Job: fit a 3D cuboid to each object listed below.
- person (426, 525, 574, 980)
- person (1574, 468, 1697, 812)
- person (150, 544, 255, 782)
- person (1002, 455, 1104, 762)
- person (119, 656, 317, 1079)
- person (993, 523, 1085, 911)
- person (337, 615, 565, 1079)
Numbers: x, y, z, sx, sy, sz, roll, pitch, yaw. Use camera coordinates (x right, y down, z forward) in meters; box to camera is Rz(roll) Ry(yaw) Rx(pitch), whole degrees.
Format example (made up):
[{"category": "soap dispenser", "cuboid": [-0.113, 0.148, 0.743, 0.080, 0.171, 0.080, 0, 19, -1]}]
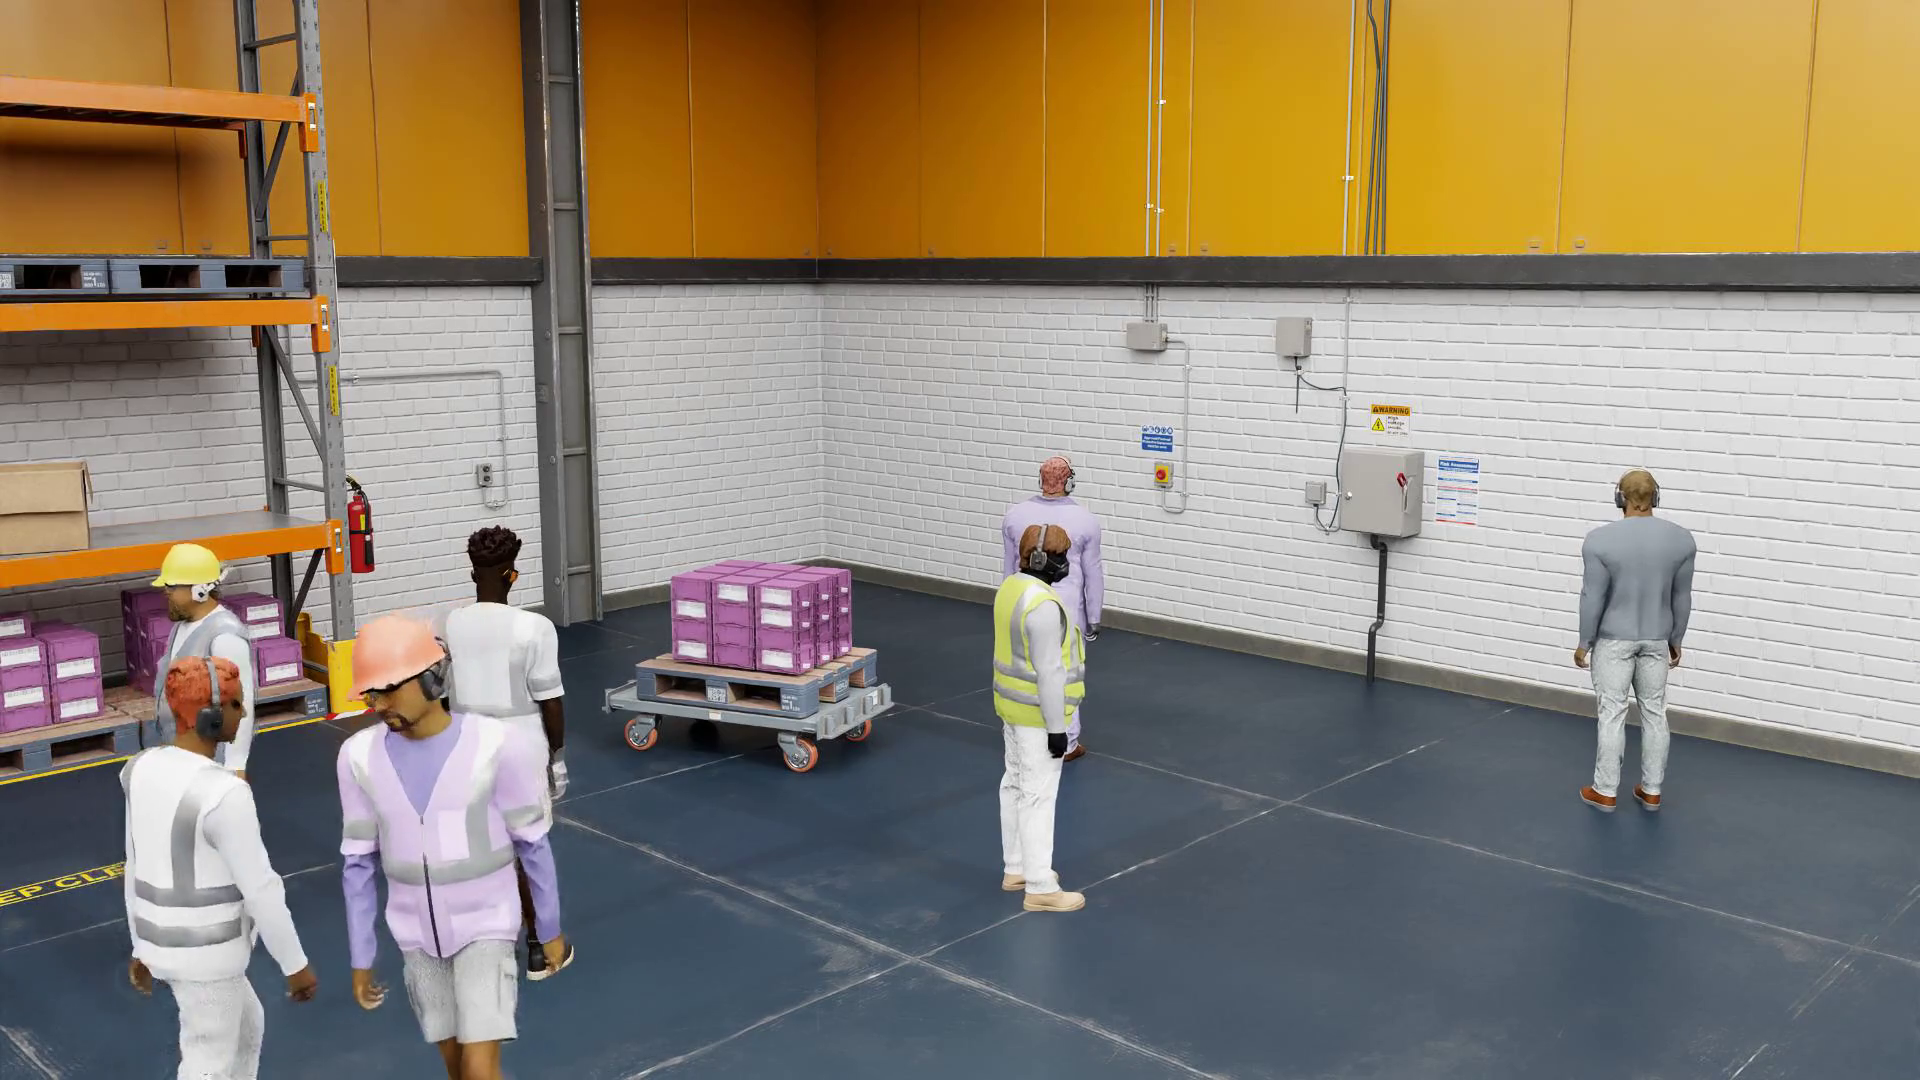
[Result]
[{"category": "person", "cuboid": [-1.954, 0.911, 7.088, 0.602, 1.958, 0.369, 1, 9, 7]}, {"category": "person", "cuboid": [3.747, 0.565, 9.293, 0.627, 1.934, 0.372, 0, 9, -2]}, {"category": "person", "cuboid": [-3.400, 0.928, 7.482, 0.493, 1.829, 0.605, -9, 13, -42]}, {"category": "person", "cuboid": [0.580, 0.424, 10.277, 0.647, 1.901, 0.402, 4, 10, 21]}, {"category": "person", "cuboid": [-2.267, 1.264, 5.199, 0.595, 1.864, 0.662, 7, 12, 38]}, {"category": "person", "cuboid": [0.378, 0.833, 7.941, 0.430, 1.840, 0.621, -2, 10, -15]}, {"category": "person", "cuboid": [-1.578, 1.224, 5.037, 0.654, 2.003, 0.715, 1, 9, 5]}]
